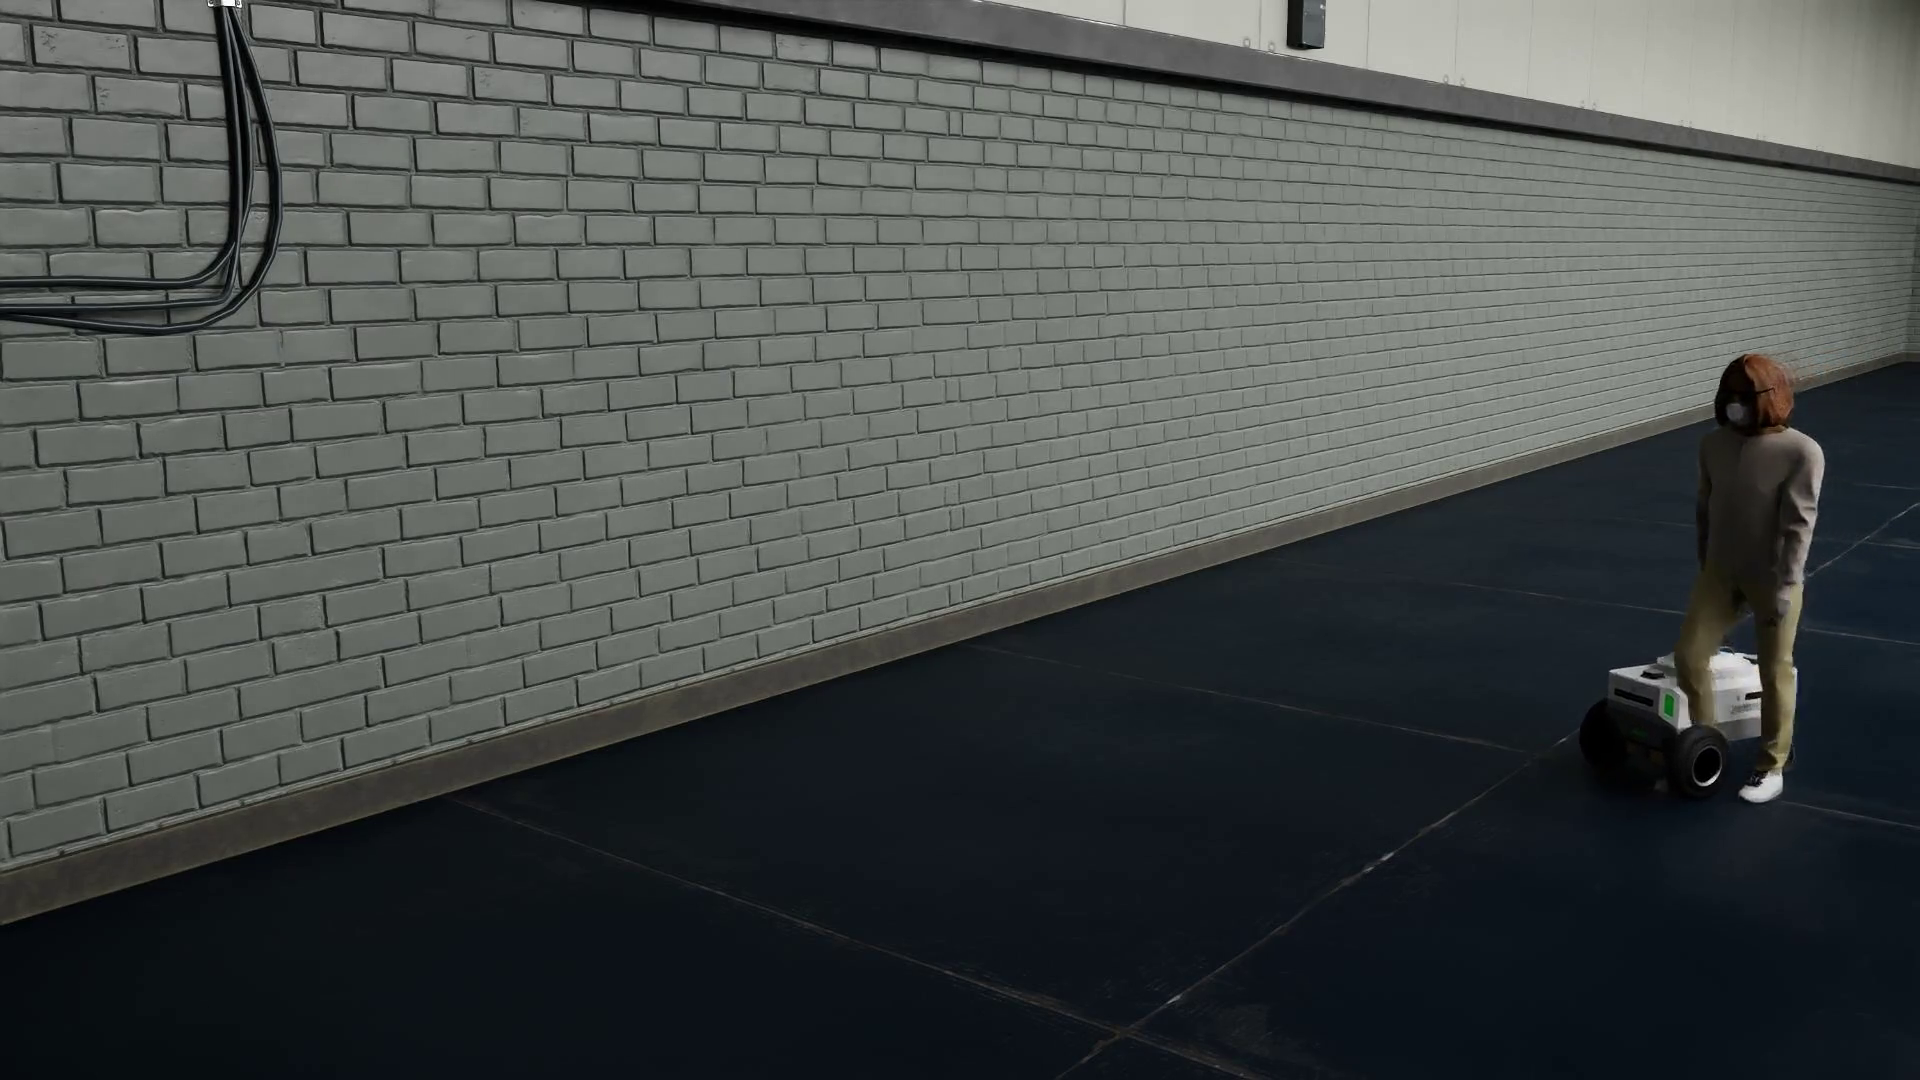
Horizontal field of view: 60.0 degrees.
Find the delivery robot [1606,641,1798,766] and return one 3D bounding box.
[{"bbox_3d":[2.795,0.582,6.263,0.707,0.478,0.477,-5,11,-24],"label":"delivery robot"}]

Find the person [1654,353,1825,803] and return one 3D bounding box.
[{"bbox_3d":[2.766,0.154,5.865,0.593,1.607,0.501,-7,12,-33],"label":"person"}]
